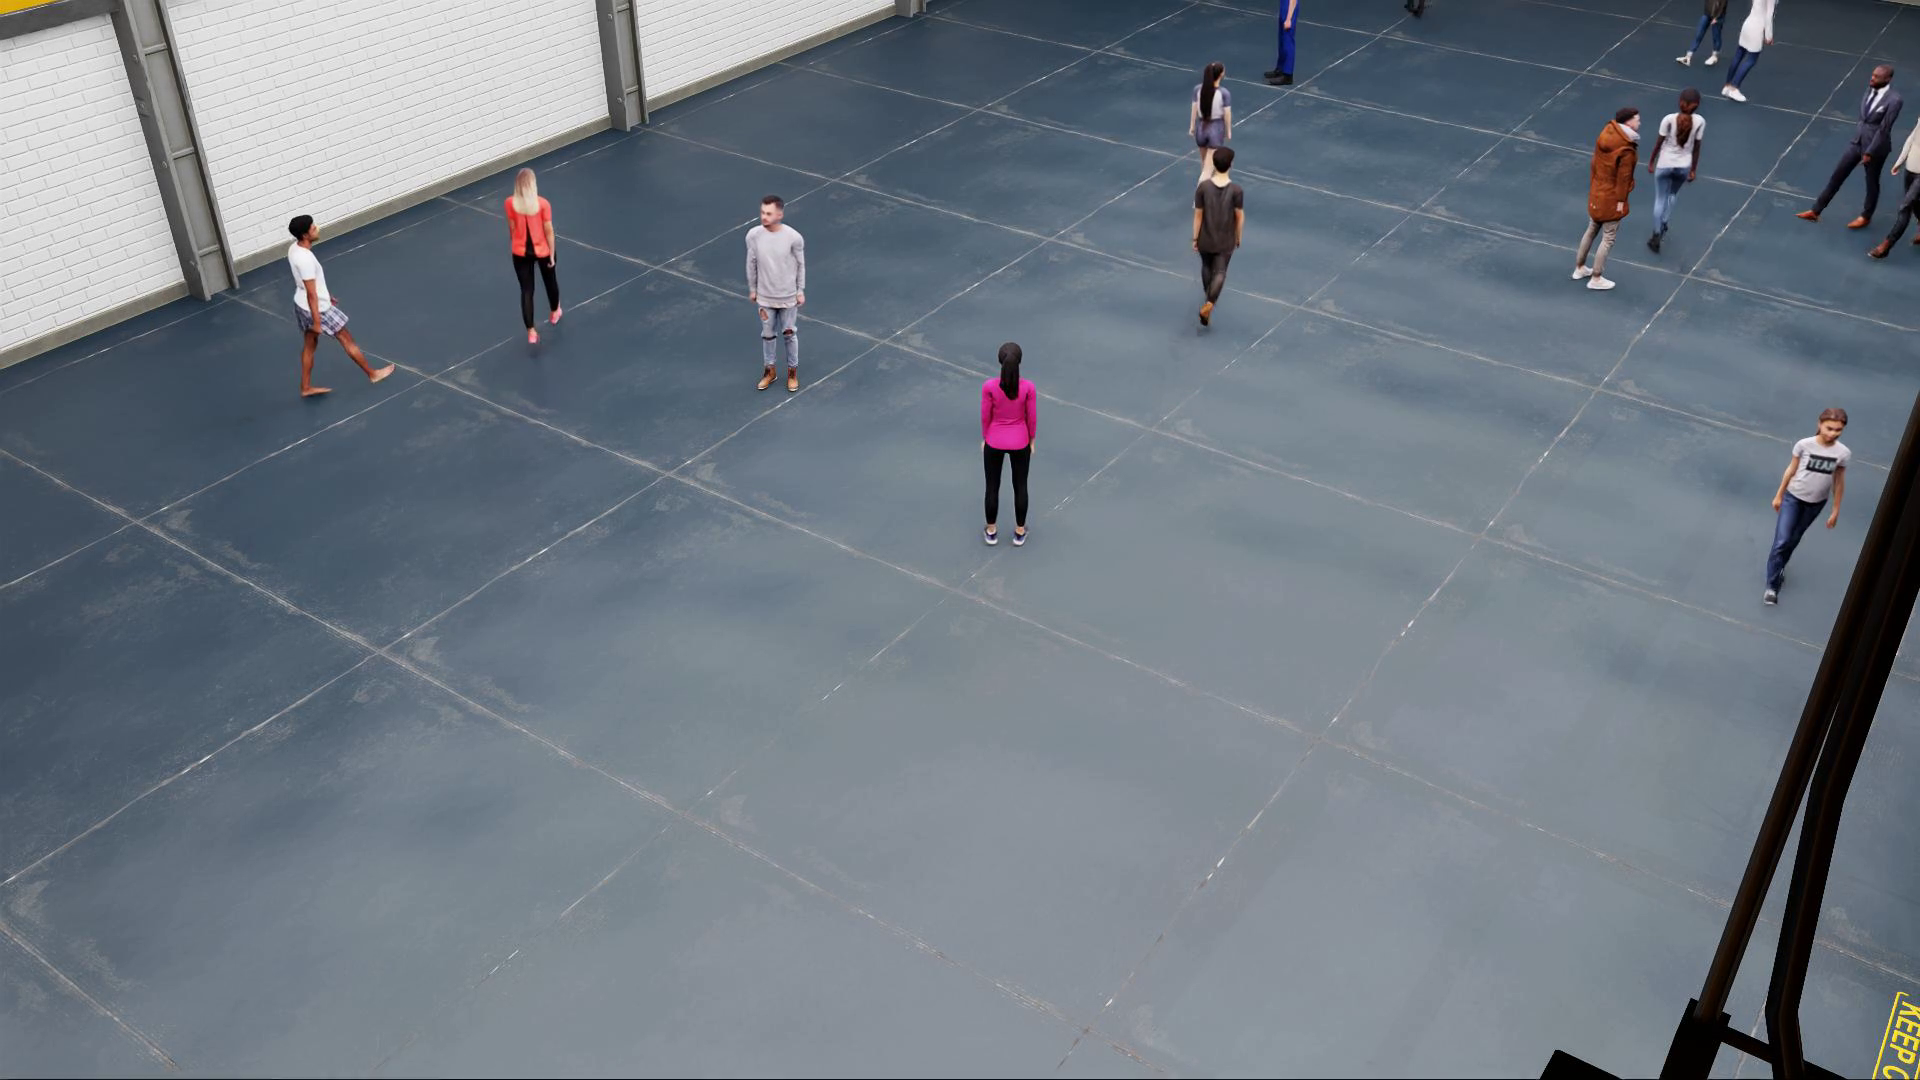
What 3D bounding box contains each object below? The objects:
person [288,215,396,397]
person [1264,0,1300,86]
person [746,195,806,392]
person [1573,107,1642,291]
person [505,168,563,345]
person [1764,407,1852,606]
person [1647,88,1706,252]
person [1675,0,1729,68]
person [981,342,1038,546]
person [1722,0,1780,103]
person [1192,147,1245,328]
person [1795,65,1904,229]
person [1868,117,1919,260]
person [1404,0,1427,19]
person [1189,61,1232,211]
[{"bbox_3d":[-5.779,-2.026,14.692,1.144,1.695,0.882,-21,39,-28],"label":"person"},{"bbox_3d":[4.353,-6.987,22.017,0.786,1.849,0.699,0,34,0],"label":"person"},{"bbox_3d":[-1.635,-2.218,14.853,0.760,1.838,0.737,4,34,6],"label":"person"},{"bbox_3d":[6.505,-3.435,16.686,0.900,1.836,0.849,-8,34,-12],"label":"person"},{"bbox_3d":[-4.037,-2.637,15.644,1.061,1.659,1.185,-2,34,-3],"label":"person"},{"bbox_3d":[6.232,-0.334,12.291,0.744,1.536,0.998,10,35,15],"label":"person"},{"bbox_3d":[7.492,-3.865,17.448,0.827,1.707,0.950,4,34,6],"label":"person"},{"bbox_3d":[10.321,-7.152,22.638,1.038,1.436,0.812,-18,38,-25],"label":"person"},{"bbox_3d":[0.366,-0.733,12.746,0.676,1.697,0.714,0,34,0],"label":"person"},{"bbox_3d":[10.240,-6.569,21.473,0.836,1.756,0.720,-7,34,-10],"label":"person"},{"bbox_3d":[2.450,-2.891,15.999,0.780,1.689,1.126,13,36,19],"label":"person"},{"bbox_3d":[9.844,-4.208,17.890,1.224,1.789,1.095,-11,35,-16],"label":"person"},{"bbox_3d":[10.048,-3.841,17.296,1.259,1.837,1.101,-10,35,-15],"label":"person"},{"bbox_3d":[6.904,-8.609,24.516,0.845,1.784,0.922,0,34,0],"label":"person"},{"bbox_3d":[2.739,-4.433,18.400,0.622,1.600,1.062,22,39,29],"label":"person"}]
